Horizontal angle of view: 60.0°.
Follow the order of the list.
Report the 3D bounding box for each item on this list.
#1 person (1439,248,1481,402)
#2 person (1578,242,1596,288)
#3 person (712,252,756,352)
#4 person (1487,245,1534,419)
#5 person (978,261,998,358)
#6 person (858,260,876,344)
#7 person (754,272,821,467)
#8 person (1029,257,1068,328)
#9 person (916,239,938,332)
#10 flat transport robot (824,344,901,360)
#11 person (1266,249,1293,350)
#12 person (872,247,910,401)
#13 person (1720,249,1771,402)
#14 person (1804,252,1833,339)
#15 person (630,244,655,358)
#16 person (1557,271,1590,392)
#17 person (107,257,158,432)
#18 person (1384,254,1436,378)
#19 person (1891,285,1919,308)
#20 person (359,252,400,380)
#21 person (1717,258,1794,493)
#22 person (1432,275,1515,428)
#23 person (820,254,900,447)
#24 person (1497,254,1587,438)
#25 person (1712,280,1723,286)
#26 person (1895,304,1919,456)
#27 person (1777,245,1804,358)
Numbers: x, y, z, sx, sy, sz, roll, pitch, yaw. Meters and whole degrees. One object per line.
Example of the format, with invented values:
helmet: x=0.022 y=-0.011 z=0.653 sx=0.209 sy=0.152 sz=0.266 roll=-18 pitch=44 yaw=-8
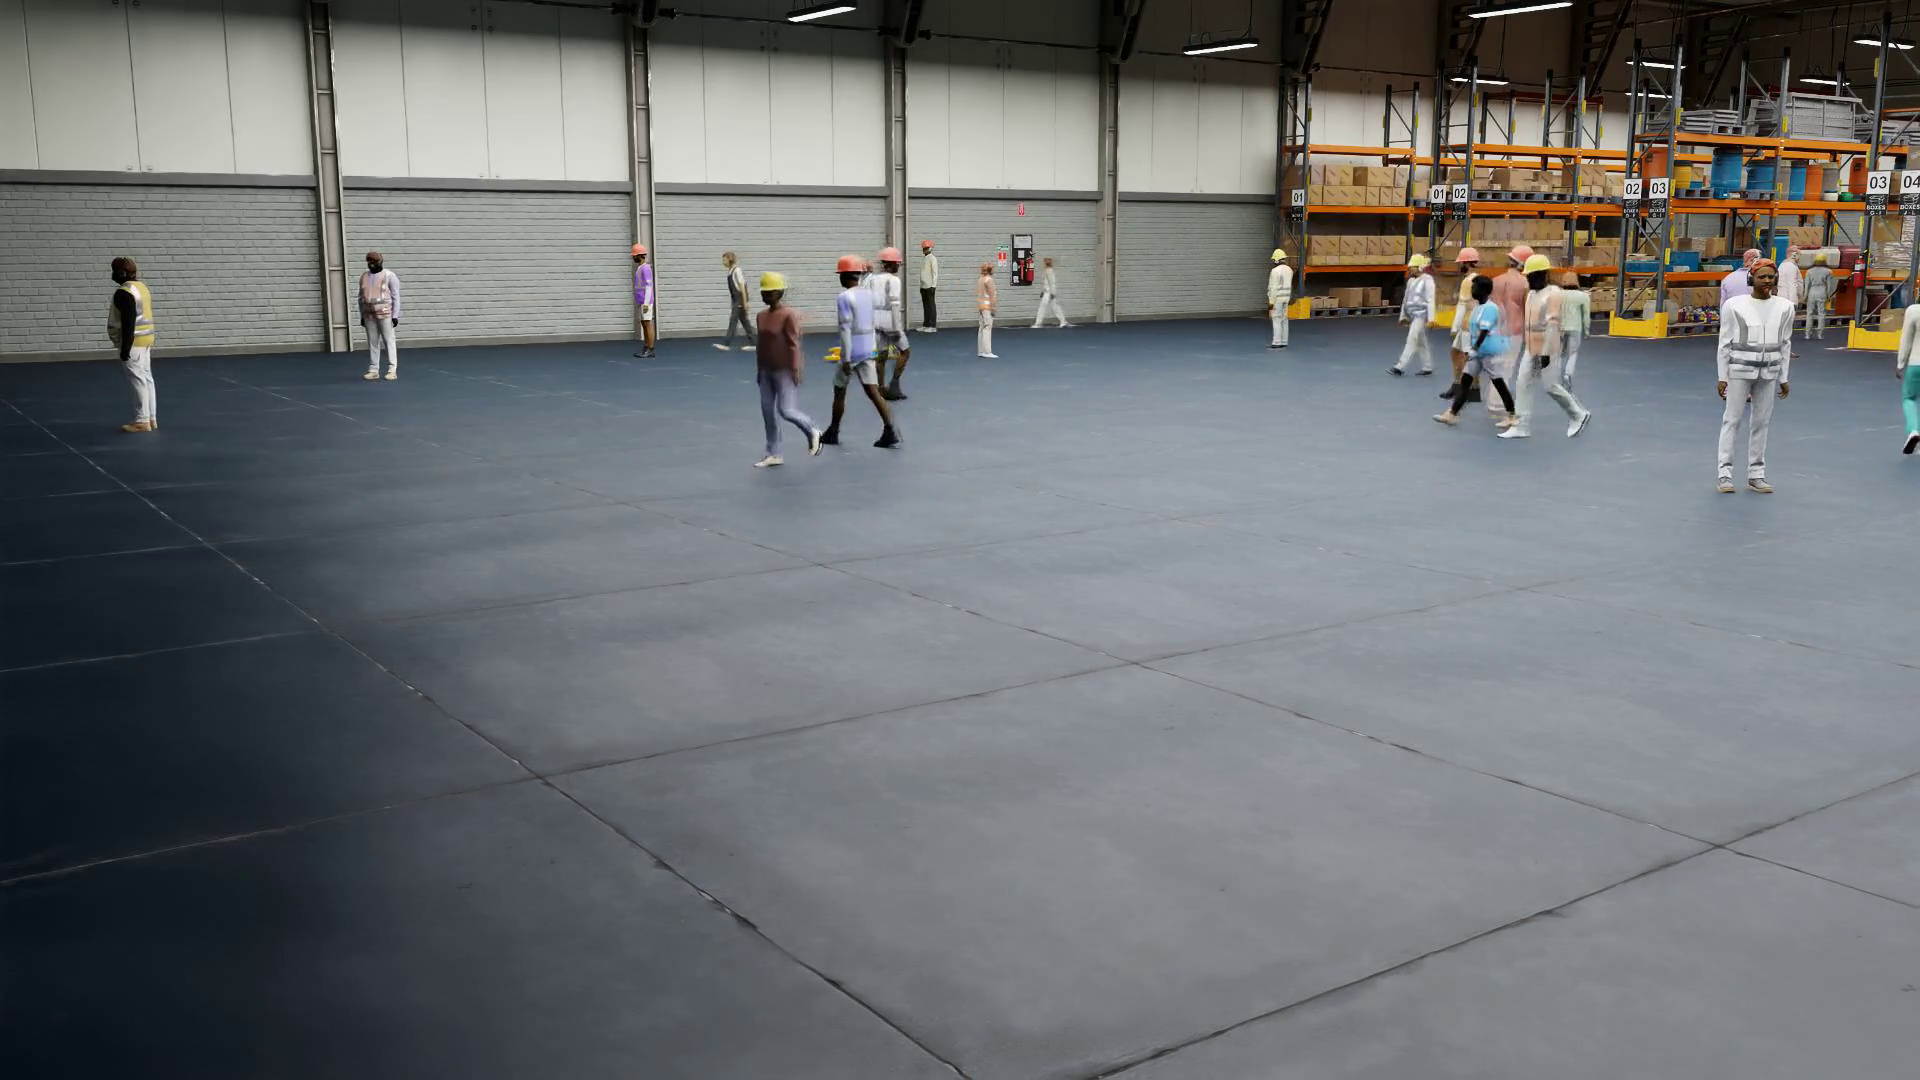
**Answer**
person: x=6.256 y=-2.682 z=20.799 sx=0.702 sy=1.913 sz=0.568 roll=6 pitch=12 yaw=28
person: x=16.988 y=-7.106 z=45.063 sx=0.393 sy=1.915 sz=0.591 roll=-6 pitch=12 yaw=-30
person: x=-4.073 y=-4.280 z=29.948 sx=0.906 sy=1.781 sz=0.535 roll=-4 pitch=11 yaw=-20
person: x=6.255 y=-2.349 z=18.869 sx=0.610 sy=1.956 sz=0.619 roll=-6 pitch=12 yaw=-28
person: x=0.462 y=-3.926 z=28.388 sx=0.310 sy=1.636 sz=0.522 roll=-4 pitch=11 yaw=-19
person: x=-1.693 y=-4.265 z=30.238 sx=0.307 sy=1.641 sz=0.513 roll=-8 pitch=13 yaw=-37
person: x=-1.582 y=-1.531 z=14.941 sx=0.531 sy=1.748 sz=0.572 roll=10 pitch=14 yaw=42
person: x=2.030 y=-5.555 z=37.429 sx=0.855 sy=1.598 sz=0.508 roll=0 pitch=10 yaw=2
person: x=-0.702 y=-5.509 z=36.078 sx=0.374 sy=1.995 sz=0.622 roll=-6 pitch=12 yaw=-28
flat transport robot: x=-1.582 y=-3.133 z=27.788 sx=0.652 sy=0.197 sz=1.431 roll=7 pitch=12 yaw=32
person: x=5.817 y=-4.381 z=30.354 sx=0.404 sy=1.827 sz=0.600 roll=10 pitch=14 yaw=42
person: x=-0.842 y=-2.692 z=20.840 sx=0.548 sy=1.918 sz=0.568 roll=-8 pitch=13 yaw=-37
person: x=9.857 y=-2.680 z=20.843 sx=0.401 sy=1.901 sz=0.642 roll=-7 pitch=12 yaw=-34
person: x=17.335 y=-4.930 z=33.608 sx=0.492 sy=1.741 sz=0.324 roll=7 pitch=12 yaw=32
person: x=-5.410 y=-4.070 z=28.361 sx=0.375 sy=1.934 sz=0.547 roll=-4 pitch=11 yaw=-20
person: x=8.122 y=-2.787 z=22.220 sx=0.505 sy=1.606 sz=0.726 roll=6 pitch=12 yaw=29
person: x=-8.799 y=-2.072 z=17.666 sx=0.429 sy=1.842 sz=0.630 roll=-2 pitch=10 yaw=-9
person: x=6.566 y=-3.253 z=24.256 sx=0.889 sy=1.788 sz=0.627 roll=-2 pitch=11 yaw=-12
person: x=20.112 y=-5.289 z=35.196 sx=1.037 sy=1.881 sz=0.653 roll=-10 pitch=14 yaw=-42
person: x=-8.395 y=-3.232 z=24.022 sx=0.624 sy=1.844 sz=0.430 roll=2 pitch=11 yaw=13
person: x=6.393 y=-1.315 z=13.401 sx=0.574 sy=1.882 sz=0.356 roll=0 pitch=10 yaw=2
person: x=5.616 y=-2.017 z=17.889 sx=0.901 sy=1.639 sz=0.535 roll=-1 pitch=10 yaw=-5
person: x=-0.991 y=-1.847 z=16.312 sx=0.979 sy=1.896 sz=0.570 roll=7 pitch=13 yaw=34
person: x=6.004 y=-1.973 z=17.004 sx=0.879 sy=1.889 sz=0.576 roll=-3 pitch=11 yaw=-16
person: x=21.502 y=-7.514 z=47.107 sx=1.061 sy=1.996 sz=0.612 roll=-8 pitch=13 yaw=-36
person: x=9.022 y=-1.630 z=15.460 sx=0.555 sy=1.751 sz=0.400 roll=5 pitch=11 yaw=25
person: x=14.230 y=-4.088 z=28.533 sx=0.411 sy=1.911 sz=0.643 roll=2 pitch=10 yaw=9
